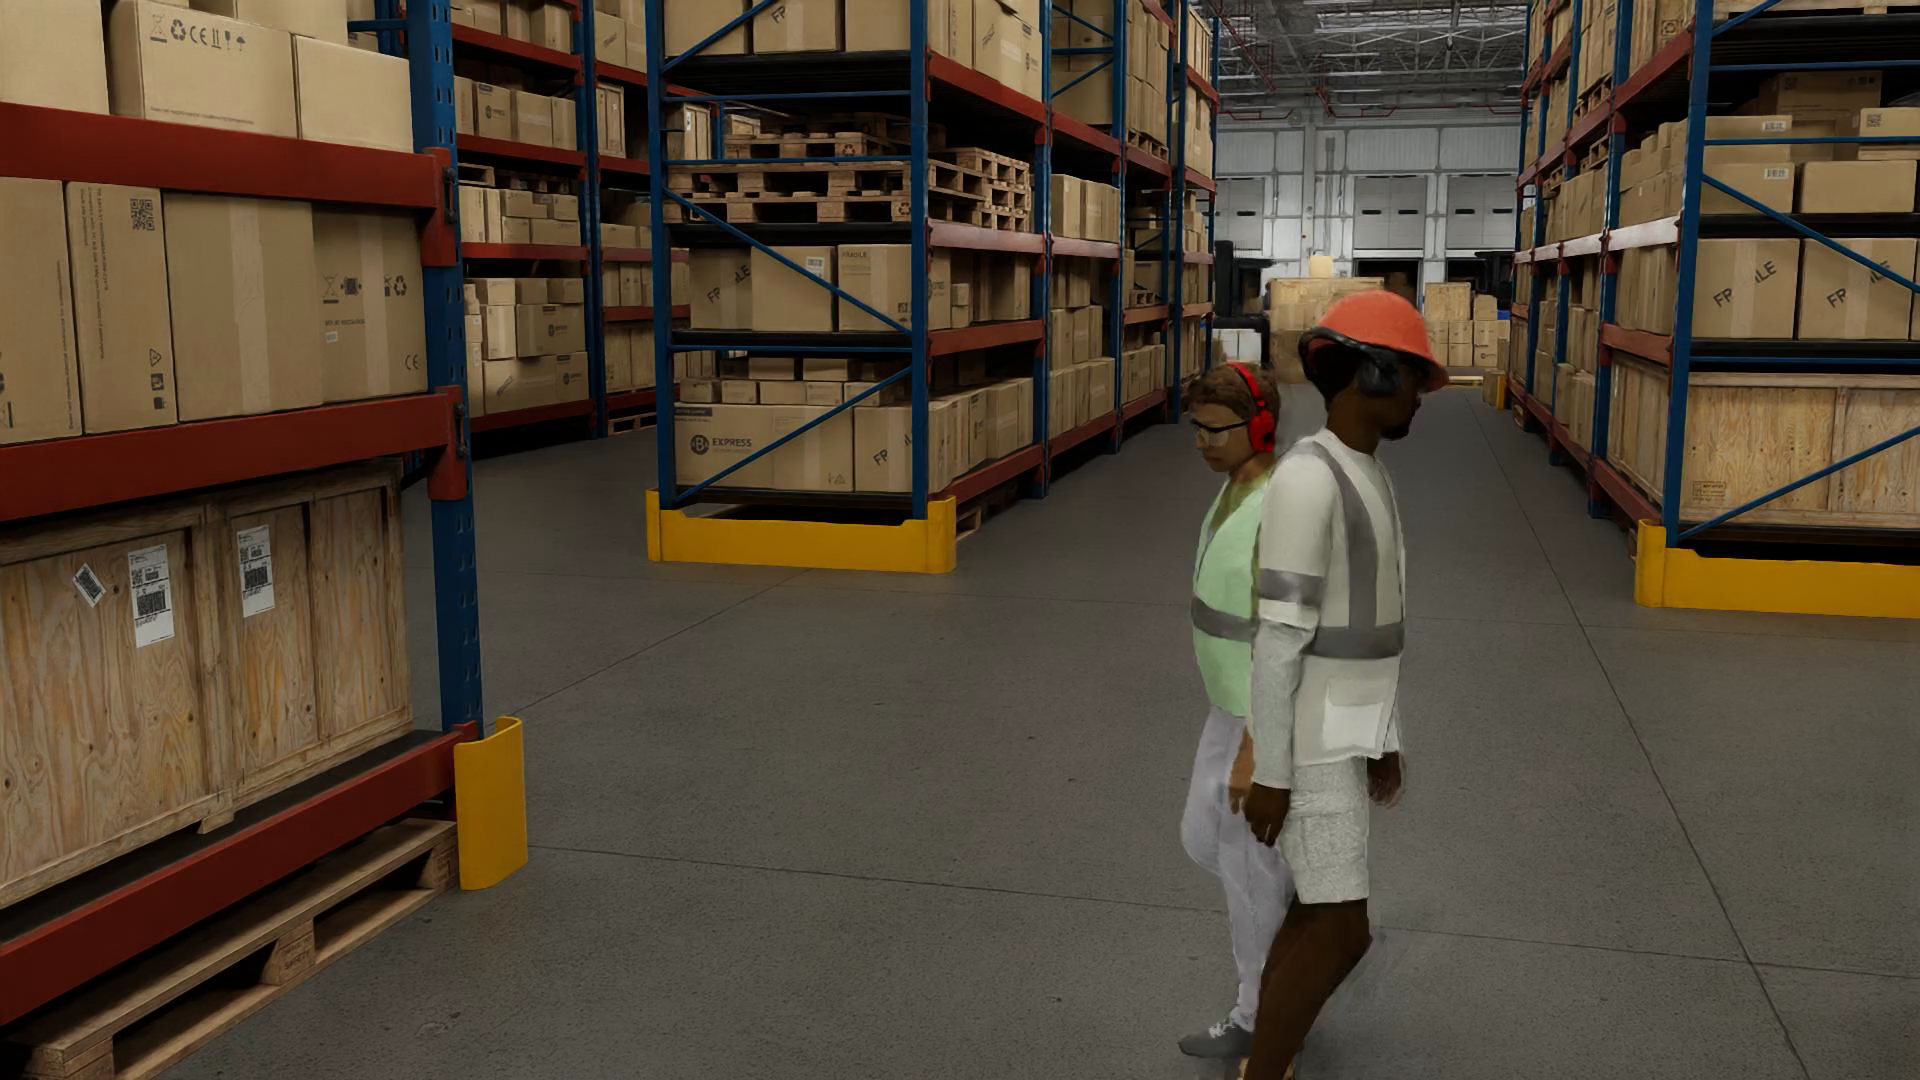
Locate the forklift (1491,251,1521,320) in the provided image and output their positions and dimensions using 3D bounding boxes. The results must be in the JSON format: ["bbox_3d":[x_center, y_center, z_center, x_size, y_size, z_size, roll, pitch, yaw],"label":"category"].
[{"bbox_3d":[16.039,-7.084,48.777,1.129,2.768,1.873,-2,9,-12],"label":"forklift"}]

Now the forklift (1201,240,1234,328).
[{"bbox_3d":[5.697,-5.090,36.110,1.873,2.768,1.129,2,9,15],"label":"forklift"}]

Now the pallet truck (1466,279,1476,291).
[{"bbox_3d":[18.896,-8.459,60.307,1.885,1.965,0.823,5,10,31],"label":"pallet truck"}]

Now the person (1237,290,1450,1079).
[{"bbox_3d":[0.845,0.444,3.771,0.421,1.990,0.692,4,10,24],"label":"person"}]

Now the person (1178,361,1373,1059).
[{"bbox_3d":[0.803,0.449,4.287,0.484,1.819,0.615,-1,9,-3],"label":"person"}]

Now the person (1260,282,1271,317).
[{"bbox_3d":[10.514,-7.891,57.028,0.999,1.885,0.651,4,10,23],"label":"person"}]
